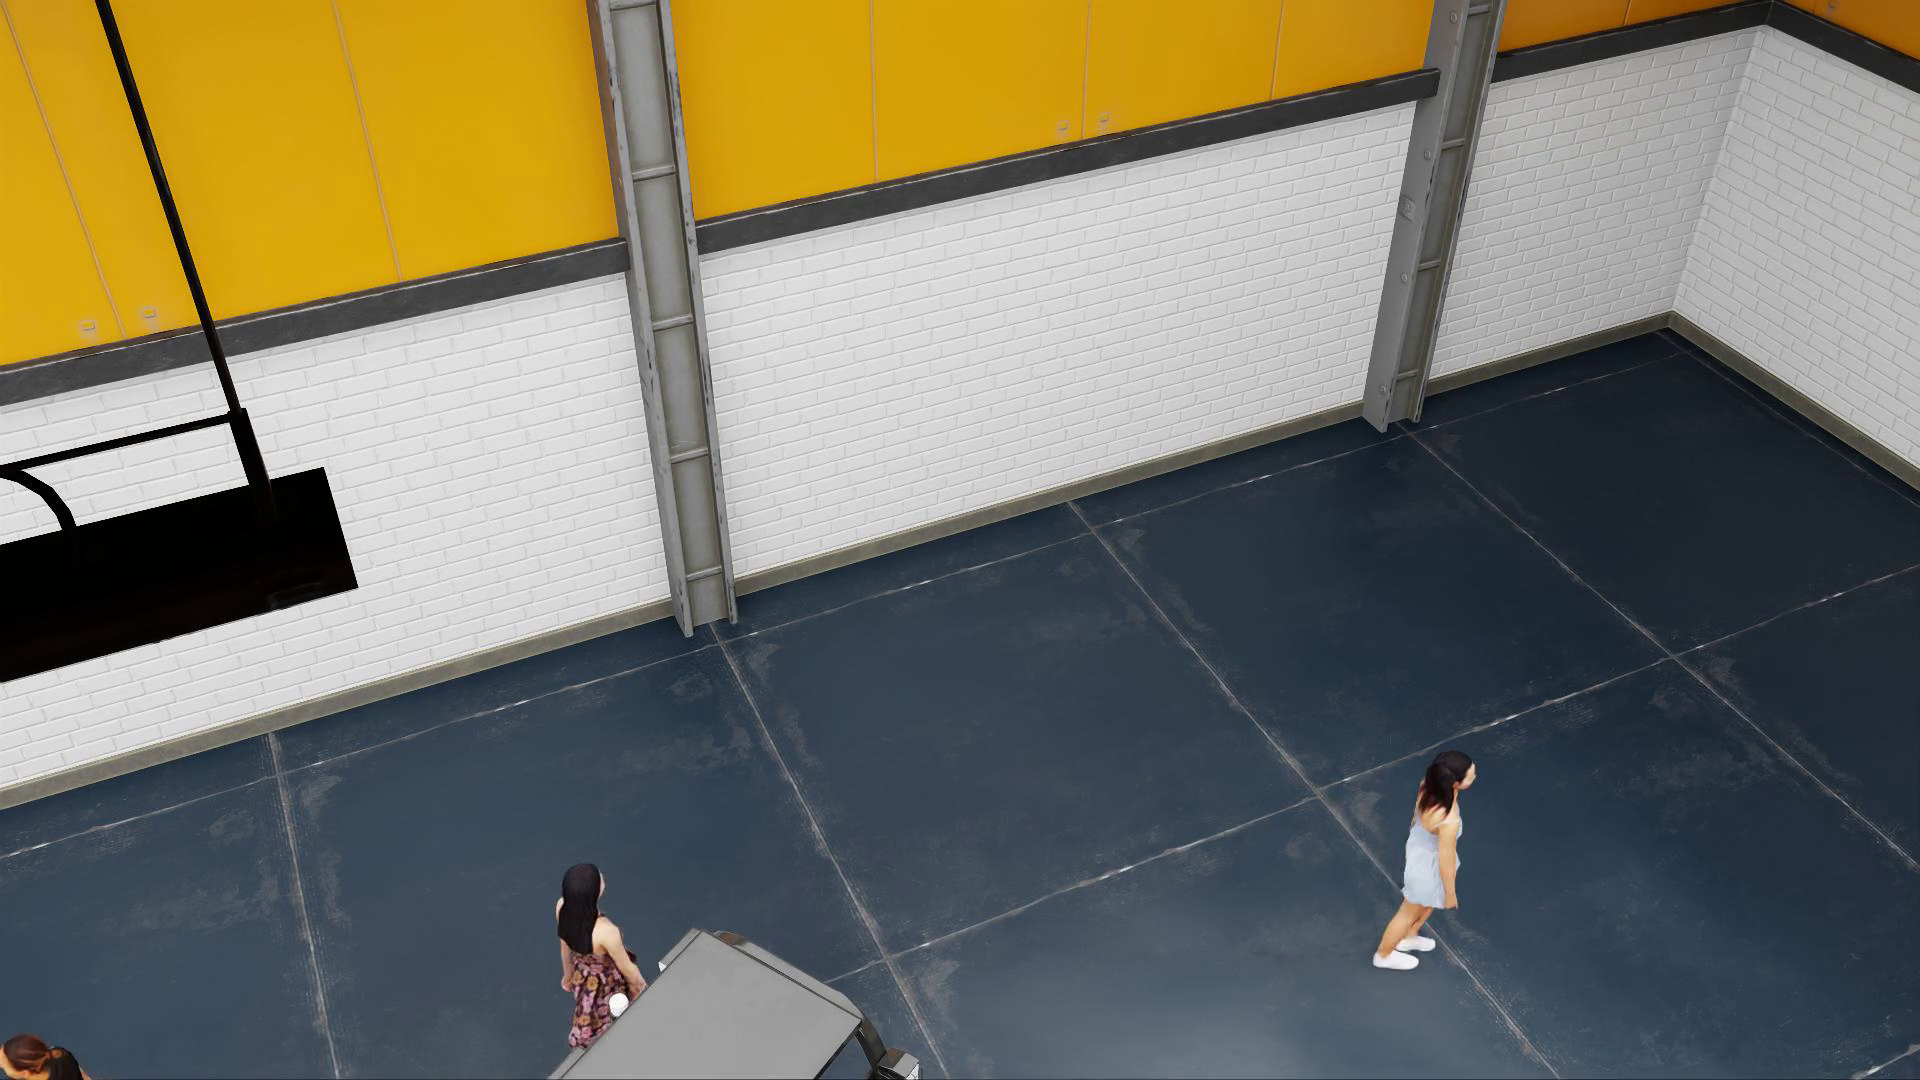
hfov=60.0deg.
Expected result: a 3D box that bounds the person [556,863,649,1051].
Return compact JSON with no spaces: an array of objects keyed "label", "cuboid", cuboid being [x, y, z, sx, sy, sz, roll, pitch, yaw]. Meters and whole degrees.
[{"label":"person","cuboid":[-1.862,2.332,8.359,0.960,1.725,1.247,26,46,29]}]

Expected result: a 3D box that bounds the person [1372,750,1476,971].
[{"label":"person","cuboid":[2.455,1.769,9.071,0.738,1.717,0.709,-1,39,-1]}]

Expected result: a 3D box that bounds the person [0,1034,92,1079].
[{"label":"person","cuboid":[-3.997,2.824,7.810,0.956,1.642,0.706,-10,40,-12]}]
